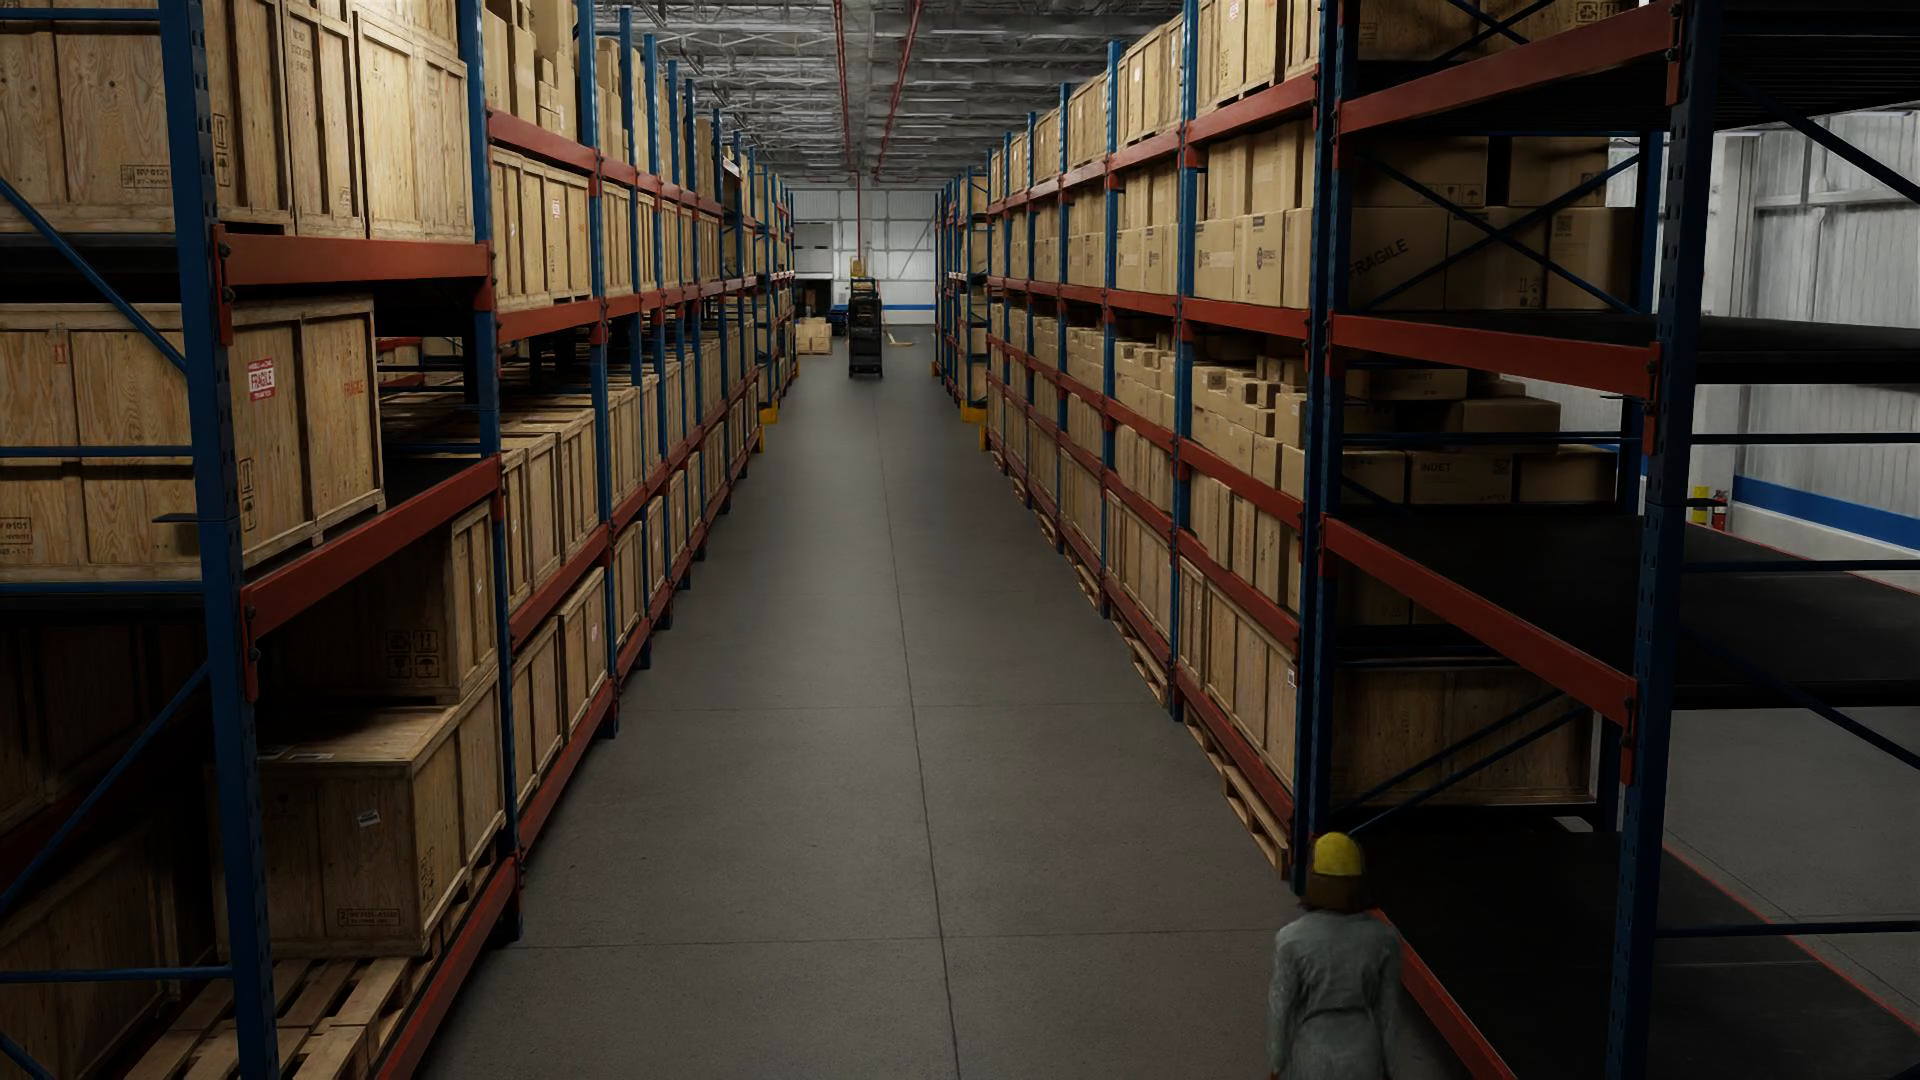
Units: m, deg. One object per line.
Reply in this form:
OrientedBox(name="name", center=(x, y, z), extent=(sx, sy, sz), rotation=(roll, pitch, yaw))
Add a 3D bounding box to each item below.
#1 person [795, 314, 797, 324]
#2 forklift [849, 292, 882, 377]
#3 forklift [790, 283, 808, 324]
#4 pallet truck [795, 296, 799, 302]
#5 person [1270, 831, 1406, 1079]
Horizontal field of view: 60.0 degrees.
OrientedBox(name="person", center=(-7.080, -8.851, 71.087), extent=(0.370, 1.626, 0.516), rotation=(3, 10, 16))
OrientedBox(name="forklift", center=(-3.189, -6.935, 55.896), extent=(1.129, 2.768, 1.873), rotation=(-1, 10, -3))
OrientedBox(name="forklift", center=(-7.801, -10.935, 79.789), extent=(1.129, 2.768, 1.873), rotation=(-5, 11, -30))
OrientedBox(name="pallet truck", center=(-8.622, -12.439, 91.403), extent=(1.885, 1.965, 0.823), rotation=(2, 10, 13))
OrientedBox(name="person", center=(1.413, 1.951, 6.270), extent=(0.495, 1.725, 0.383), rotation=(0, 10, -2))
